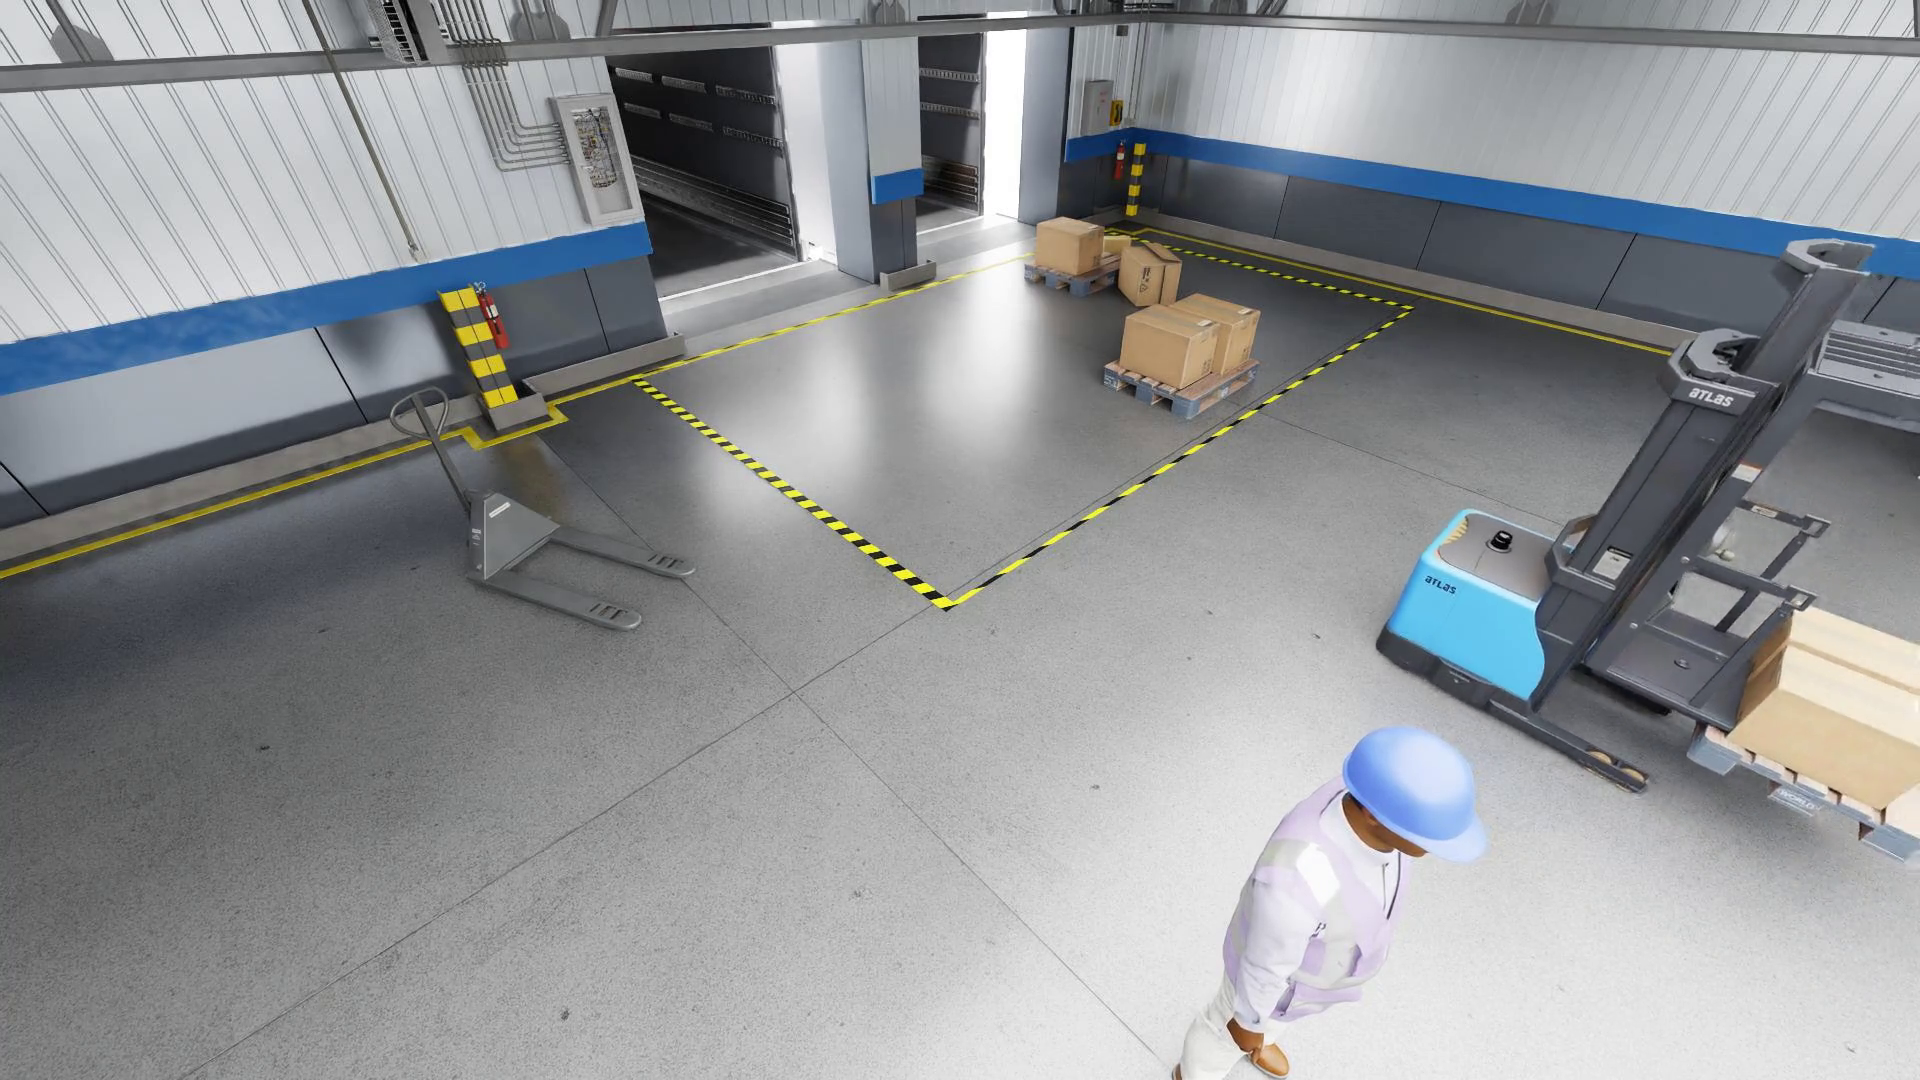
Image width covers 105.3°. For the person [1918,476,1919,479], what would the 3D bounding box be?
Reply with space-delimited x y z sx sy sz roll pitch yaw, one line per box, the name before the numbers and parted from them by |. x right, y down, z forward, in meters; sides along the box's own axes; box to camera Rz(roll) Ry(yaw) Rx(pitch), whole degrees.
person | 7.867 -1.111 5.298 0.490 1.743 0.295 -1 38 -1

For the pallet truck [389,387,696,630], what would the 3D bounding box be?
pallet truck | -2.613 -0.247 4.593 1.601 1.201 0.680 14 40 17

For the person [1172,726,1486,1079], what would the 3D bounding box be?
person | 0.974 1.199 2.142 0.603 1.948 0.381 -28 46 -31

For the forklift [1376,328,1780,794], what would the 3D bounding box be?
forklift | 3.015 -0.066 3.703 0.716 2.013 0.776 -30 47 -33
